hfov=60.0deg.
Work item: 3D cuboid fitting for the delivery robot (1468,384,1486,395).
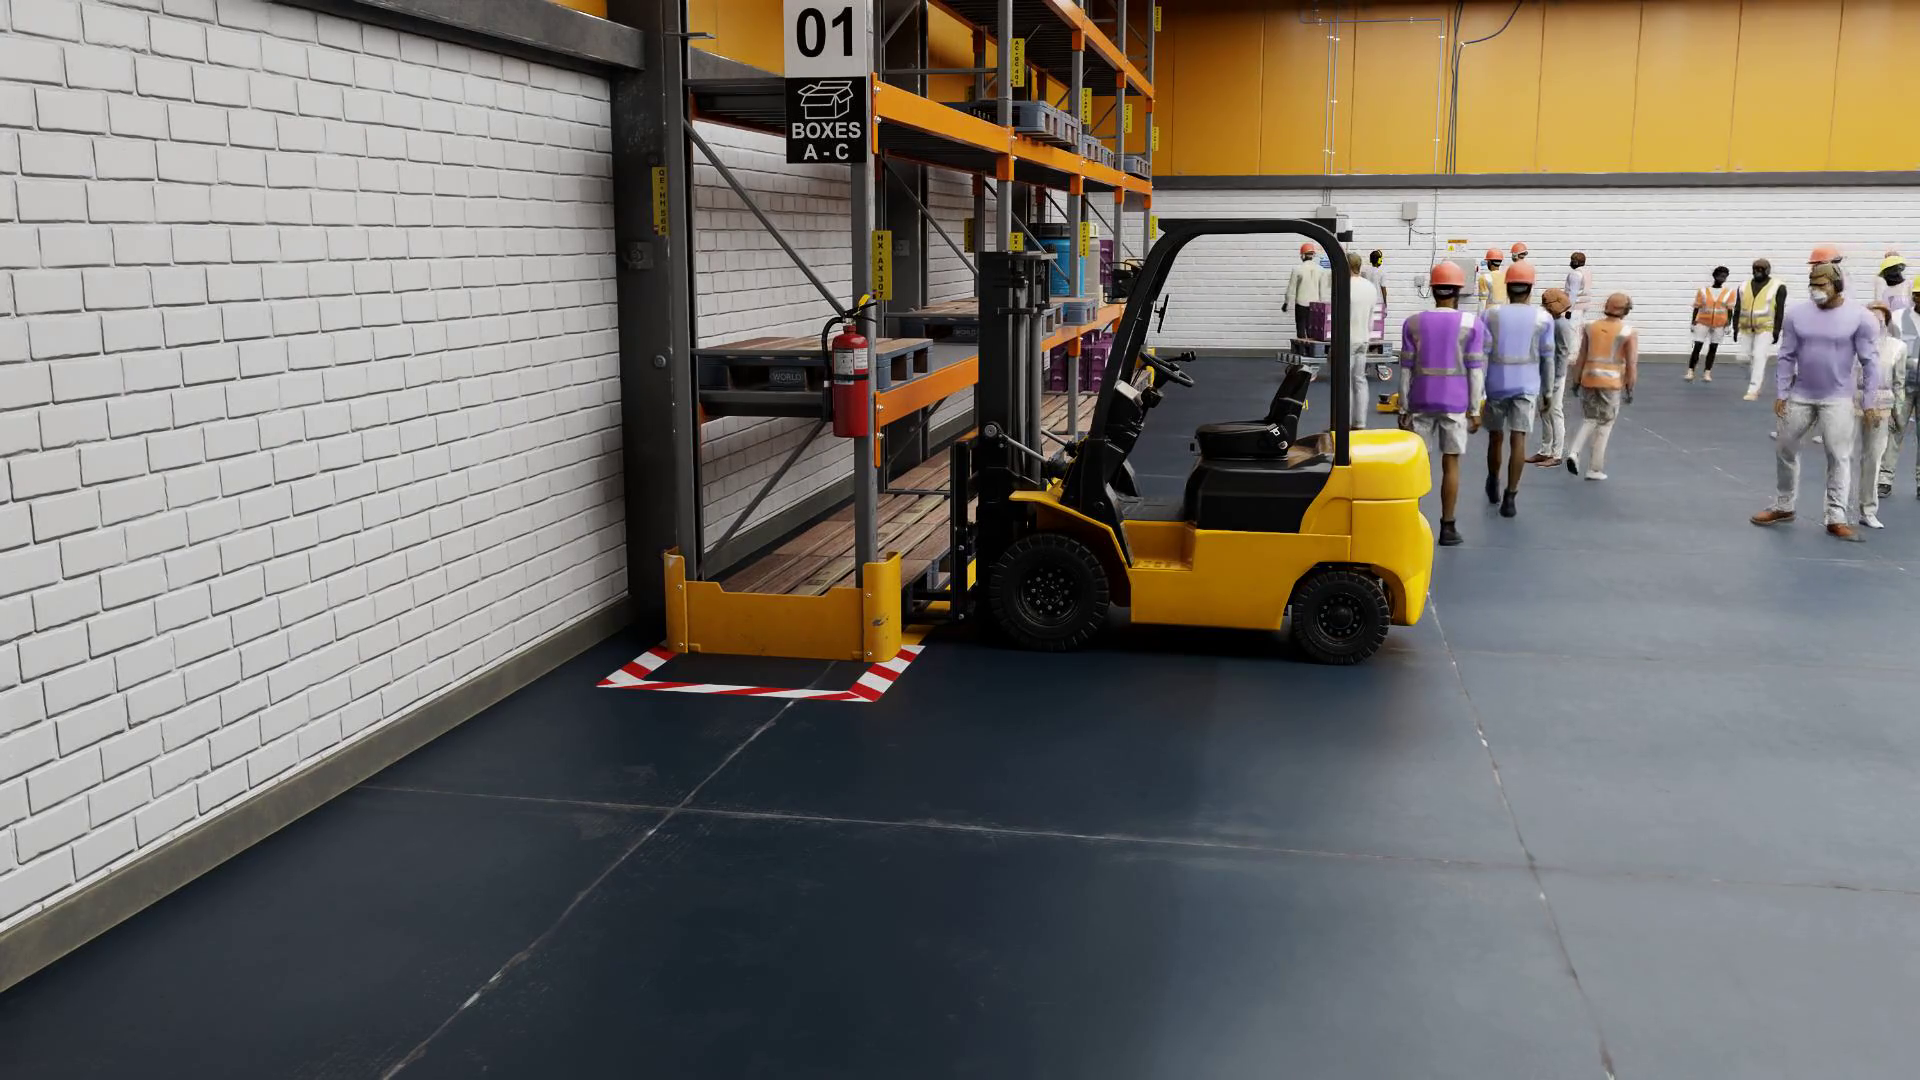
[{"bbox_3d":[6.242,-1.899,20.175,0.707,0.478,0.477,-7,12,-35],"label":"delivery robot"}]

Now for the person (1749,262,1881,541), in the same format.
[{"bbox_3d":[6.032,-0.978,11.678,0.421,1.913,0.878,-8,13,-36],"label":"person"}]

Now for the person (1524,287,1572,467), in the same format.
[{"bbox_3d":[5.389,-1.480,15.181,0.283,1.632,0.499,0,10,-1],"label":"person"}]

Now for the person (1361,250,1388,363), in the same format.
[{"bbox_3d":[6.923,-3.897,27.781,0.508,1.872,0.329,10,14,44],"label":"person"}]

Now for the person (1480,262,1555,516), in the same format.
[{"bbox_3d":[4.240,-1.166,12.737,0.576,1.887,0.963,3,11,17],"label":"person"}]

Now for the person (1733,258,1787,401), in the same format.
[{"bbox_3d":[10.260,-2.705,21.380,0.564,1.826,0.628,-9,14,-42],"label":"person"}]

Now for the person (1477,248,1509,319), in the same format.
[{"bbox_3d":[7.451,-3.116,23.311,0.544,1.939,0.355,-4,11,-22],"label":"person"}]

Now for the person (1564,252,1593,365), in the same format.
[{"bbox_3d":[10.075,-3.782,27.224,0.430,1.845,0.624,10,14,43],"label":"person"}]

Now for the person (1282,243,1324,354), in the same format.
[{"bbox_3d":[5.737,-3.943,27.698,0.635,1.983,0.462,-5,11,-24],"label":"person"}]

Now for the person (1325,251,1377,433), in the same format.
[{"bbox_3d":[4.089,-2.040,17.414,0.635,1.936,0.354,-8,13,-37],"label":"person"}]

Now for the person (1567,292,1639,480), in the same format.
[{"bbox_3d":[5.524,-1.310,14.256,0.399,1.618,0.547,-8,13,-37],"label":"person"}]

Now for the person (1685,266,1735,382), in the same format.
[{"bbox_3d":[10.837,-3.103,23.955,0.560,1.677,0.345,4,11,21],"label":"person"}]

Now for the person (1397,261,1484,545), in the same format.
[{"bbox_3d":[3.280,-0.927,11.352,0.553,1.928,0.392,5,11,25],"label":"person"}]

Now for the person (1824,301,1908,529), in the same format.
[{"bbox_3d":[6.506,-0.894,11.970,0.532,1.637,0.314,2,11,10],"label":"person"}]

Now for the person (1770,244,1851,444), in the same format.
[{"bbox_3d":[8.660,-1.969,16.828,0.637,2.014,0.814,-6,12,-29],"label":"person"}]

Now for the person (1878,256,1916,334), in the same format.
[{"bbox_3d":[10.768,-2.302,19.054,0.366,1.874,0.675,-2,10,-9],"label":"person"}]

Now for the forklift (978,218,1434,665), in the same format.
[{"bbox_3d":[1.285,-0.567,8.635,2.313,2.155,1.214,2,11,11],"label":"forklift"}]

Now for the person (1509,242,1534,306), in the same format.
[{"bbox_3d":[9.150,-3.876,27.317,0.608,1.996,0.380,-8,13,-37],"label":"person"}]

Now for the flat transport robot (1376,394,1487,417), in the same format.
[{"bbox_3d":[5.723,-1.615,19.654,1.431,0.197,0.652,6,12,32],"label":"flat transport robot"}]

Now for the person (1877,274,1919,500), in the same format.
[{"bbox_3d":[7.621,-1.228,13.248,0.604,1.829,0.403,6,12,30],"label":"person"}]

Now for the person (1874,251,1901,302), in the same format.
[{"bbox_3d":[14.351,-3.521,25.750,0.395,1.871,0.751,6,12,29],"label":"person"}]

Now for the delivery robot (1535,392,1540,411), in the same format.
[{"bbox_3d":[6.649,-1.743,19.320,0.477,0.478,0.707,6,12,29],"label":"delivery robot"}]
